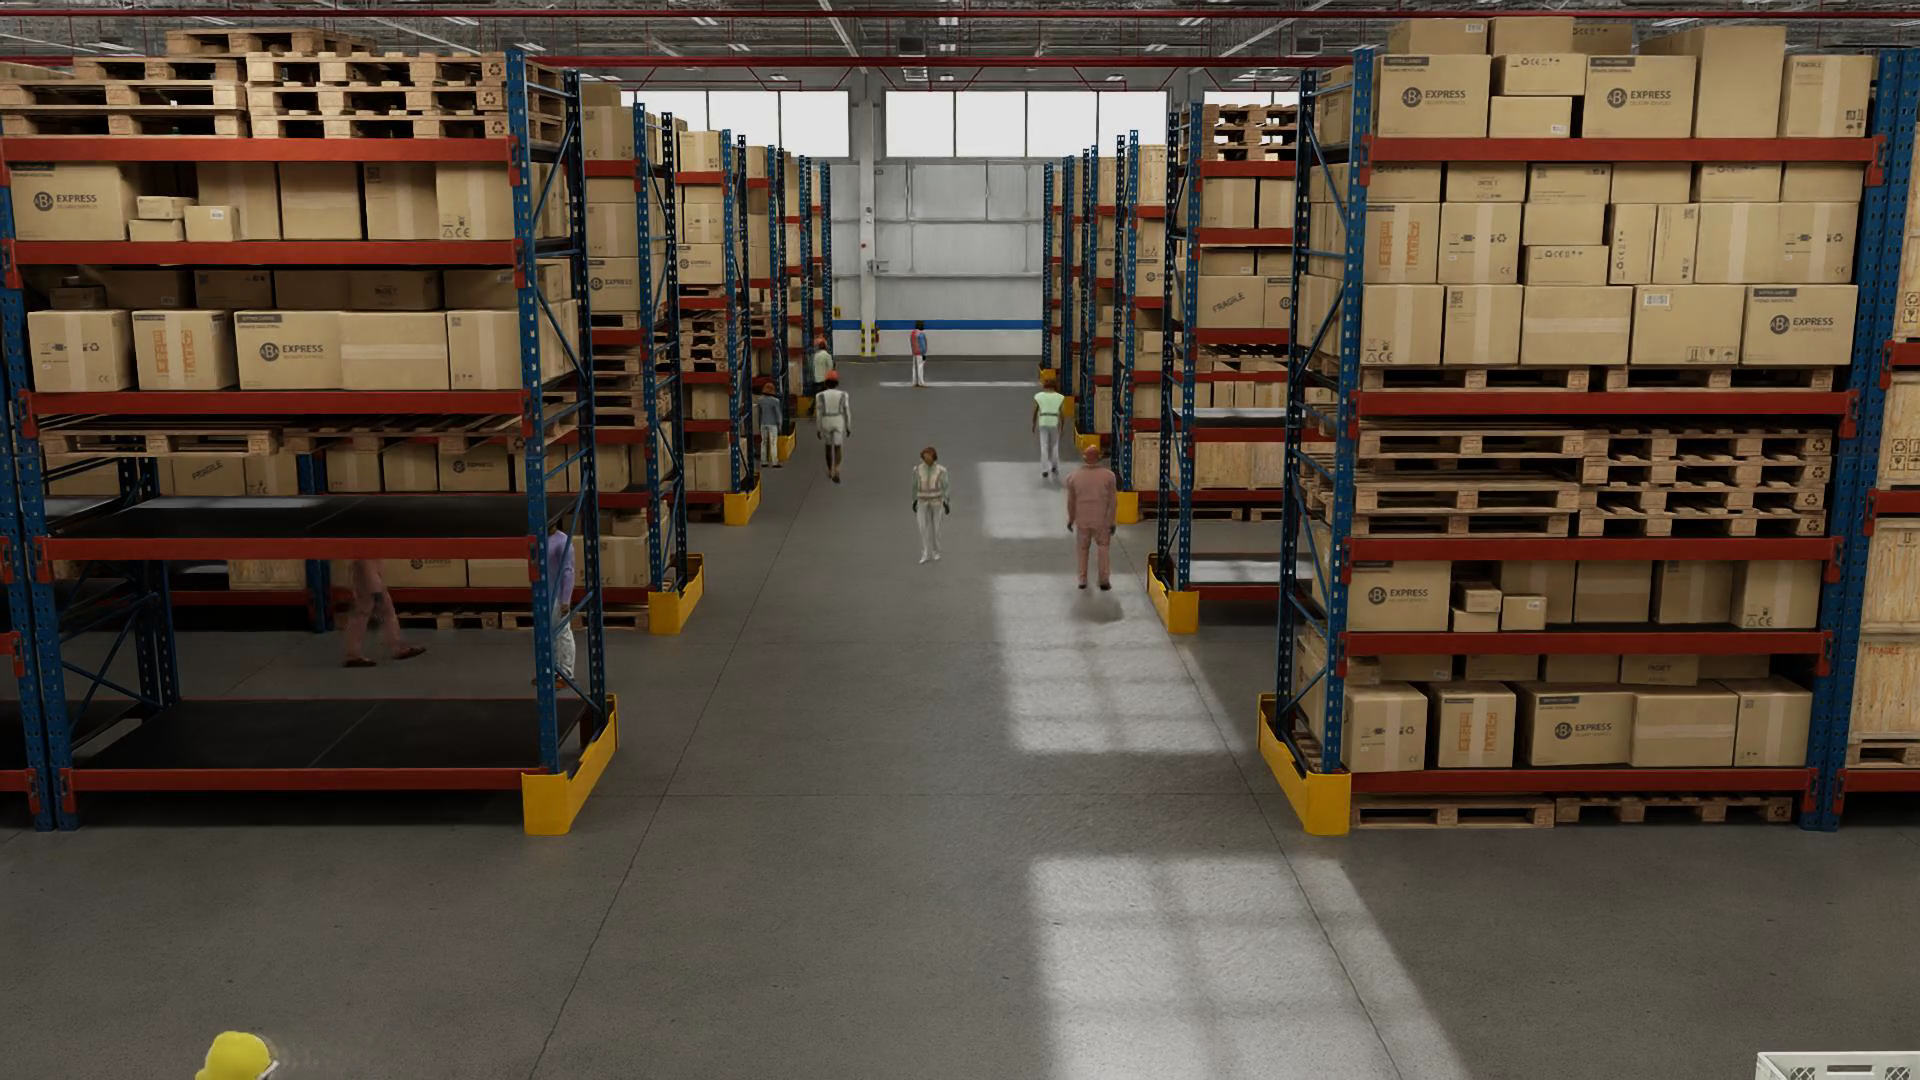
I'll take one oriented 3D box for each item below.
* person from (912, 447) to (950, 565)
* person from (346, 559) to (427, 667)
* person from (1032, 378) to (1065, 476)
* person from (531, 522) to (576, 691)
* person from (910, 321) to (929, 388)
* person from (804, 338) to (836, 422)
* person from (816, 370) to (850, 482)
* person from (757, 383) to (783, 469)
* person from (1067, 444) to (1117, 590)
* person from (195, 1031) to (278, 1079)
[{"bbox_3d":[-0.405,-0.485,23.255,0.557,1.617,0.538,1,11,6],"label":"person"},{"bbox_3d":[-6.252,0.451,17.969,0.913,1.866,0.680,-3,12,-14],"label":"person"},{"bbox_3d":[1.647,-2.106,30.857,0.590,1.790,0.985,0,11,0],"label":"person"},{"bbox_3d":[-4.200,0.584,17.147,0.627,1.940,0.372,11,16,43],"label":"person"},{"bbox_3d":[-1.105,-5.072,45.439,0.429,1.840,0.624,-7,13,-31],"label":"person"},{"bbox_3d":[-3.200,-3.669,38.235,0.907,1.939,0.645,-7,13,-30],"label":"person"},{"bbox_3d":[-2.297,-2.066,30.125,0.616,2.013,0.916,-1,11,-7],"label":"person"},{"bbox_3d":[-3.616,-2.164,31.530,0.501,1.632,0.280,5,12,23],"label":"person"},{"bbox_3d":[1.715,-0.291,21.575,0.646,1.907,0.406,2,12,10],"label":"person"},{"bbox_3d":[-2.837,2.785,6.548,0.659,1.808,0.620,0,11,0],"label":"person"}]
